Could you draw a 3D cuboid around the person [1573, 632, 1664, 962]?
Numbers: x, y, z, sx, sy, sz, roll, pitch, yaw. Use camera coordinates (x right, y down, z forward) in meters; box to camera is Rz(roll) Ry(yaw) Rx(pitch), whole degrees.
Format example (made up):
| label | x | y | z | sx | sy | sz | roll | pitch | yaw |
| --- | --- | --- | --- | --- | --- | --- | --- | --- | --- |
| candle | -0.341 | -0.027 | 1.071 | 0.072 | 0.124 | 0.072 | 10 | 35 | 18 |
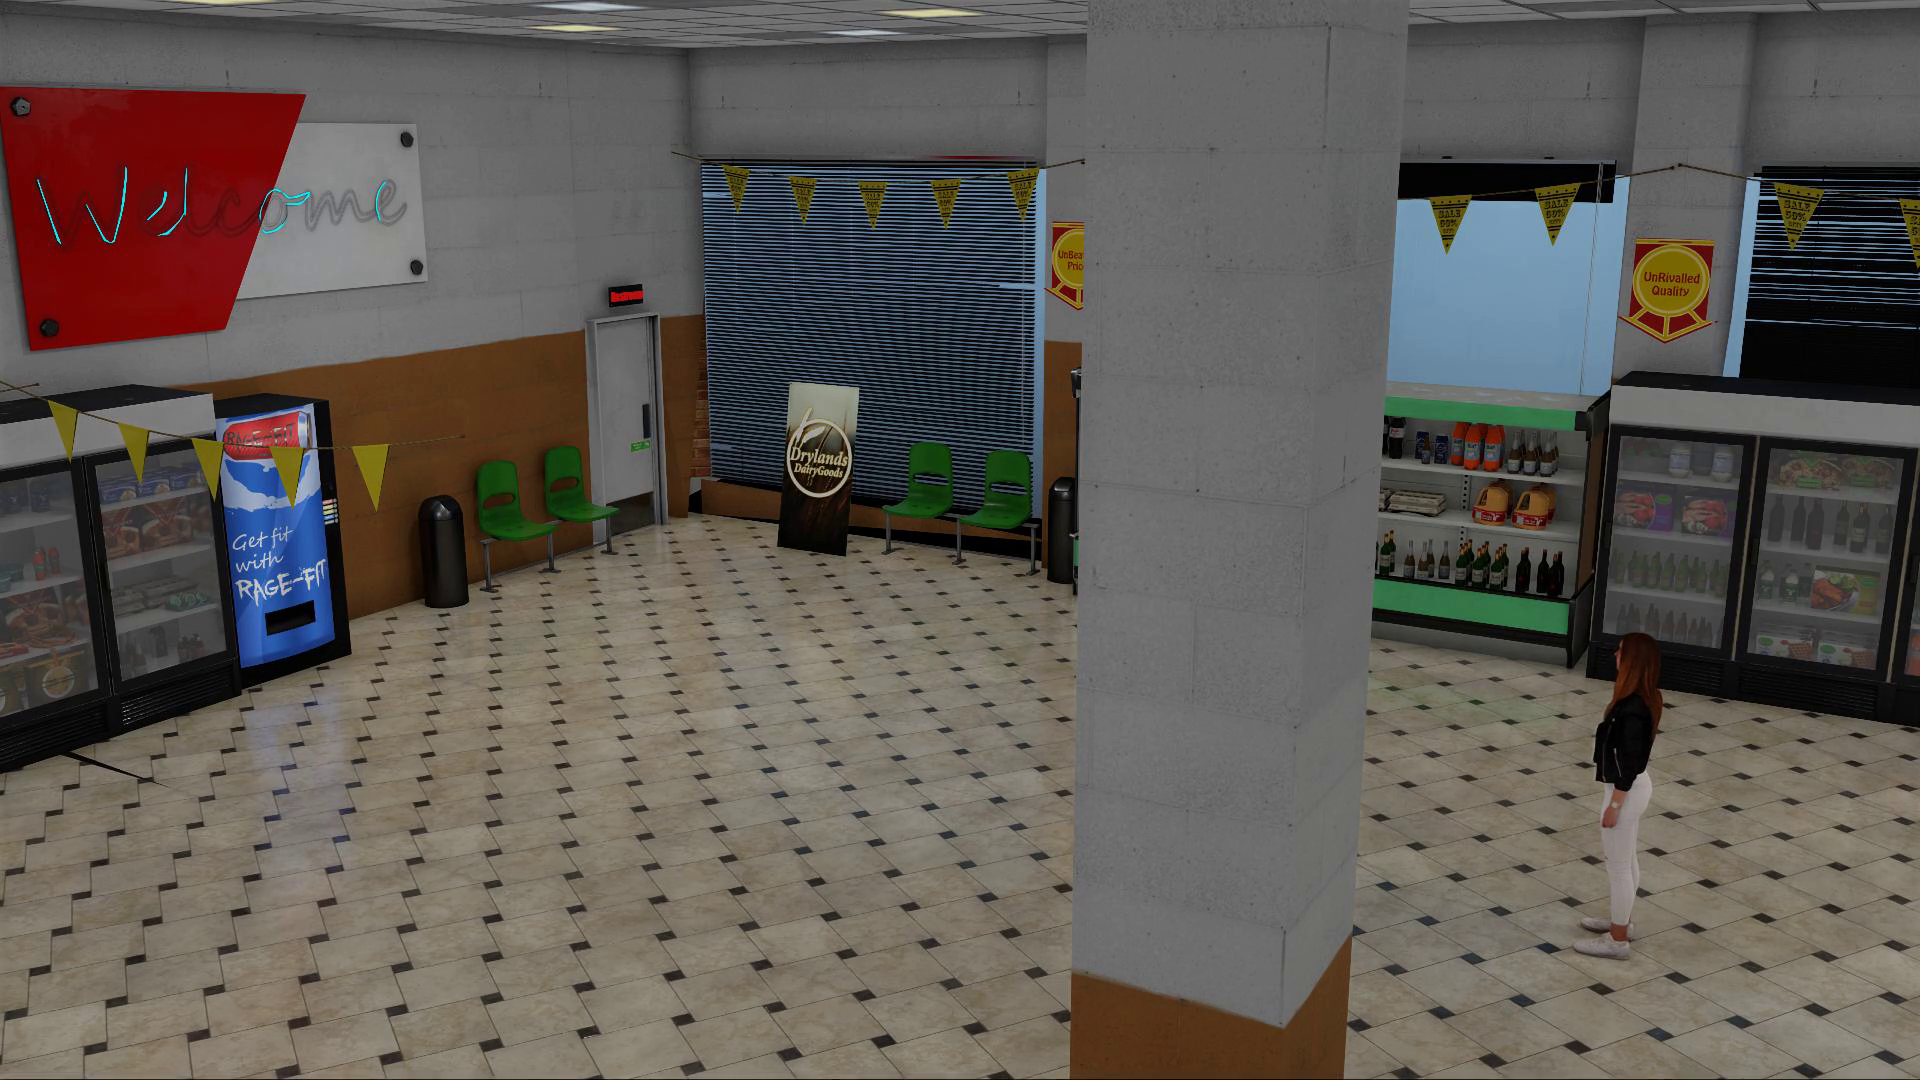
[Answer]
| label | x | y | z | sx | sy | sz | roll | pitch | yaw |
| --- | --- | --- | --- | --- | --- | --- | --- | --- | --- |
| person | 3.391 | 1.288 | 8.474 | 0.509 | 1.704 | 0.586 | 7 | 15 | 28 |
